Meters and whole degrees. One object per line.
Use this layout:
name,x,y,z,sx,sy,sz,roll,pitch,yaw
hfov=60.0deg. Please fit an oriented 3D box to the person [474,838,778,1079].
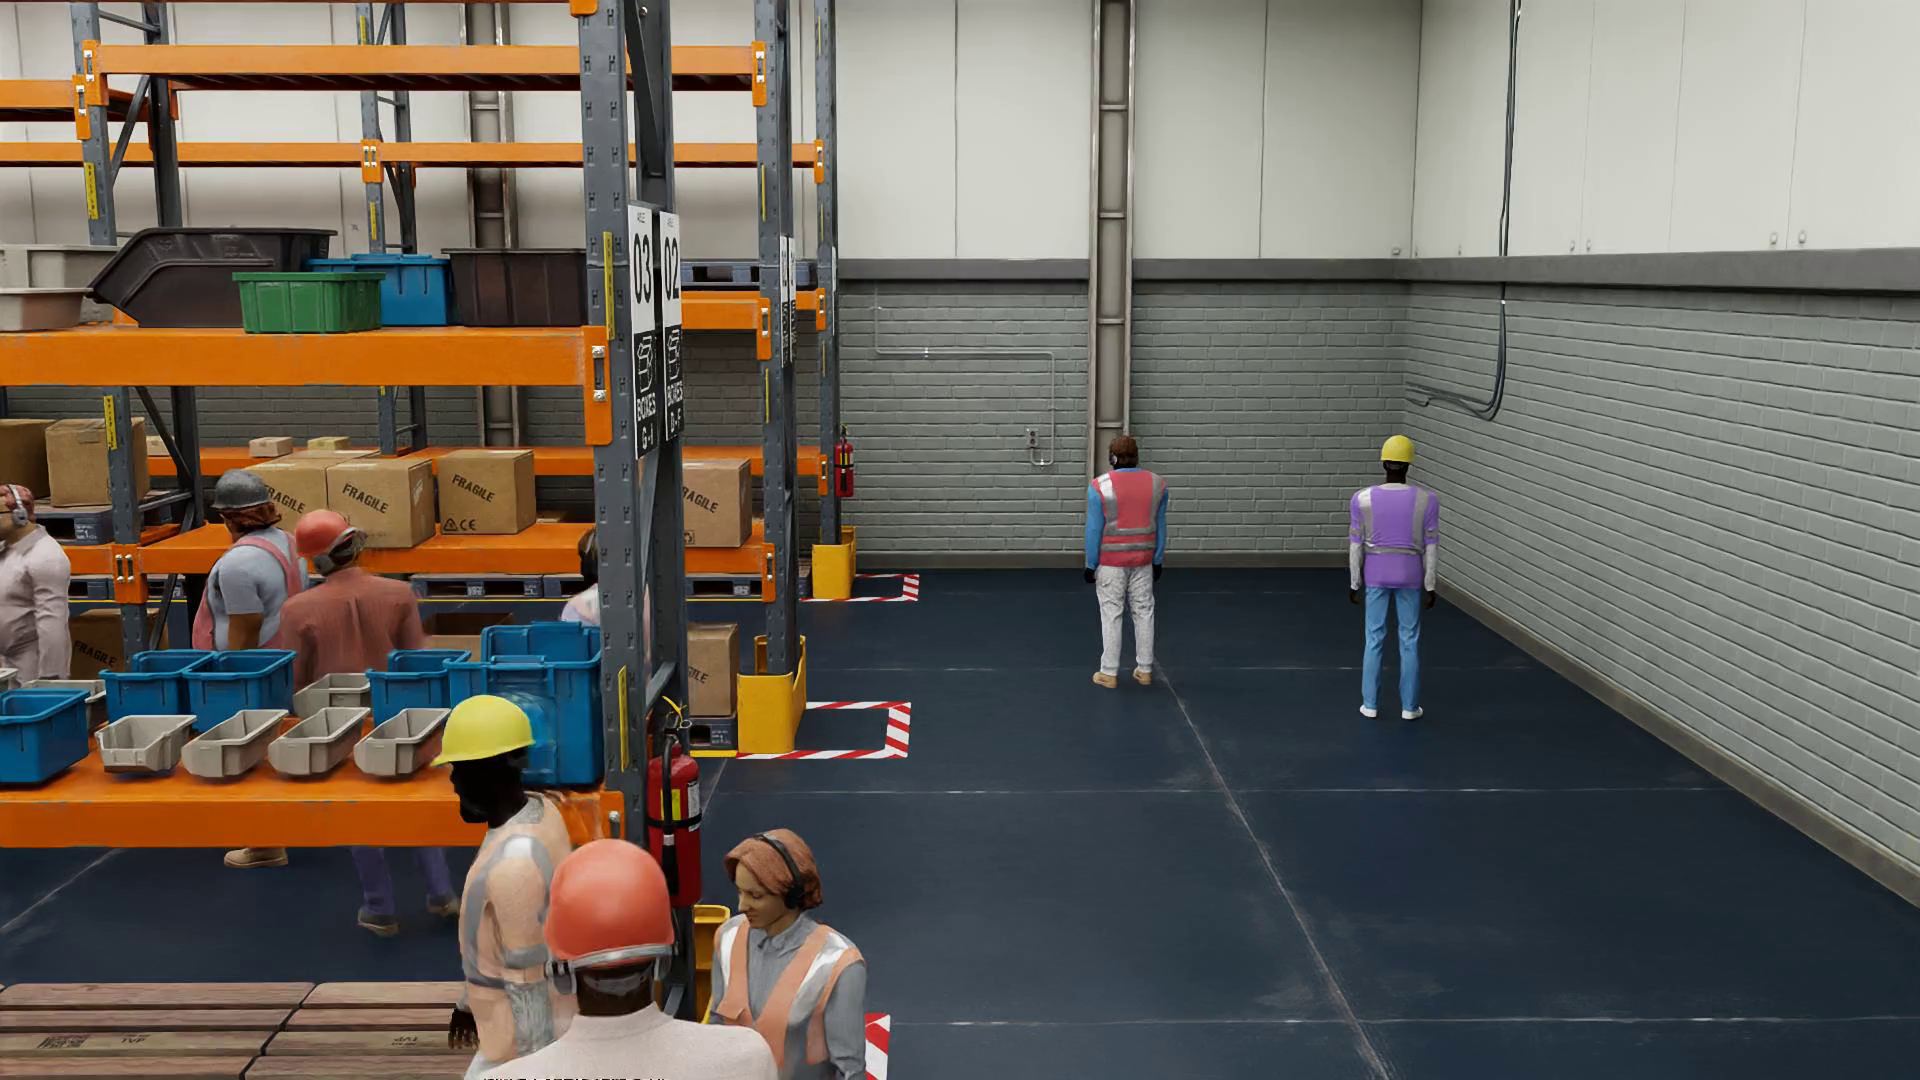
person,-0.629,1.536,3.167,0.621,1.999,0.391,-4,10,-24

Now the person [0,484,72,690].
person,-5.007,0.641,8.941,0.647,1.899,0.398,8,12,40

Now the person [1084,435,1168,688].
person,1.190,0.156,12.098,0.634,1.834,0.429,-3,10,-18

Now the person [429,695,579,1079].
person,-1.201,1.352,4.703,1.001,1.871,0.577,0,9,-3

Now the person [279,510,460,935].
person,-2.748,0.829,7.623,0.654,1.947,0.510,-5,11,-29

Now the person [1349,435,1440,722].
person,2.906,0.260,11.173,0.585,1.929,0.371,3,10,17

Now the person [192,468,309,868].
person,-3.626,0.640,8.500,0.536,2.000,0.688,0,9,2

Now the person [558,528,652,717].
person,-1.646,0.843,7.942,0.844,1.819,0.621,4,10,23

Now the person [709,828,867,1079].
person,-0.439,1.529,4.302,0.528,1.630,0.320,7,12,36
